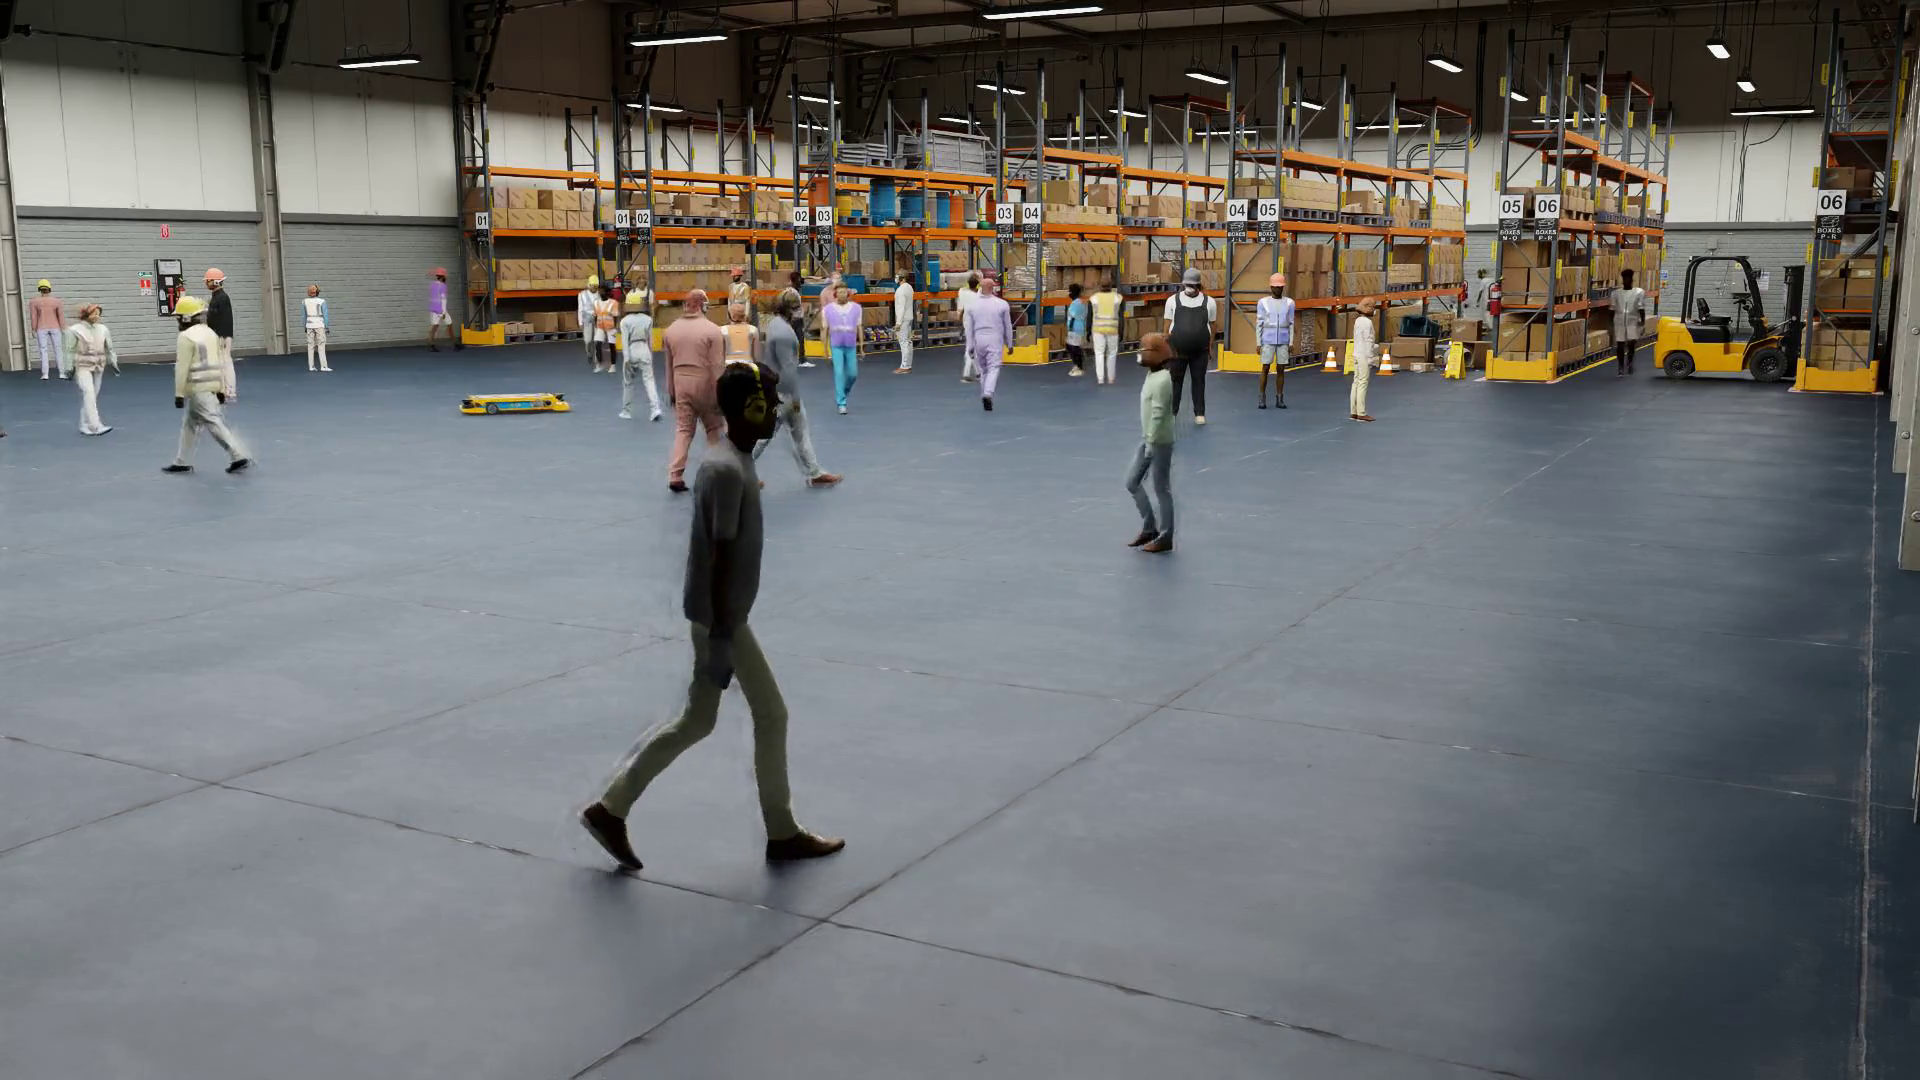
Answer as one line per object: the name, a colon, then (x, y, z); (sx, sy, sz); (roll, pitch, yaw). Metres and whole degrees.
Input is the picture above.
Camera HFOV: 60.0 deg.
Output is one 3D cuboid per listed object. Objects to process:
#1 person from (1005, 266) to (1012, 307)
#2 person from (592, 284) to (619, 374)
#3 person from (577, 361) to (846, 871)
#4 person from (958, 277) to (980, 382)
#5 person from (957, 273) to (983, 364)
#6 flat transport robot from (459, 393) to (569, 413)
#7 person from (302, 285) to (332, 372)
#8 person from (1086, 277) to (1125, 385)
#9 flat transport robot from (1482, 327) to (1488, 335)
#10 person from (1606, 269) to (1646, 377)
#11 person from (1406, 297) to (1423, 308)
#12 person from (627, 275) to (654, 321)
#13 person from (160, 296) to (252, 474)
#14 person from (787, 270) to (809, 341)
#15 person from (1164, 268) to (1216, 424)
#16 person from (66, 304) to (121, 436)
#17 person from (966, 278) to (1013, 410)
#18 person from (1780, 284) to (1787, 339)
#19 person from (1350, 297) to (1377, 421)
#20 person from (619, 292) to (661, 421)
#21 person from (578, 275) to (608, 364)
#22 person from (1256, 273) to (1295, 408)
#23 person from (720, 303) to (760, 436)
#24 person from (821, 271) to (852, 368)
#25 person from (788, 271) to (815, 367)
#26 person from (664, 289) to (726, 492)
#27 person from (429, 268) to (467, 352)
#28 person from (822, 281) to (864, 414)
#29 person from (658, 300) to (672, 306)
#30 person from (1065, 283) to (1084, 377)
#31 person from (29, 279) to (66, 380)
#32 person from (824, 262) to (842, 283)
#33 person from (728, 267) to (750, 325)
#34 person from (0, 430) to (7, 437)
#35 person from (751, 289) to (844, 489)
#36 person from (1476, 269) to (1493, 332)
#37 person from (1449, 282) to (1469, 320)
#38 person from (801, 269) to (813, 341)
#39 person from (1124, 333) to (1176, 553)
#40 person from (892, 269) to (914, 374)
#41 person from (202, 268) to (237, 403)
person: (1.290, -7.012, 47.873); (0.607, 2.048, 0.369); (0, 10, -1)
person: (-6.554, -3.883, 30.668); (0.540, 1.668, 0.698); (2, 10, 13)
person: (-0.917, 0.277, 5.903); (0.907, 1.824, 0.542); (-2, 10, -14)
person: (0.274, -3.656, 28.927); (0.537, 1.812, 0.993); (7, 12, 35)
person: (0.260, -4.493, 33.763); (0.577, 1.833, 0.984); (-4, 10, -21)
flat transport robot: (-6.236, -1.917, 23.238); (1.431, 0.197, 0.652); (-4, 10, -20)
person: (-12.156, -3.995, 31.403); (0.524, 1.639, 0.306); (2, 10, 12)
person: (2.456, -3.513, 28.069); (0.635, 1.836, 0.638); (1, 10, 5)
flat transport robot: (14.148, -5.807, 46.012); (0.652, 0.197, 1.431); (1, 10, 8)
person: (11.911, -3.869, 29.757); (0.654, 1.942, 0.610); (5, 11, 29)
person: (12.940, -6.787, 47.314); (0.930, 1.783, 0.684); (-5, 11, -27)
person: (-6.502, -4.486, 33.873); (0.542, 1.782, 0.996); (-1, 10, -8)
person: (-7.537, -1.528, 16.551); (0.931, 1.790, 0.596); (0, 10, -1)
person: (-3.933, -5.652, 40.388); (0.585, 1.882, 0.337); (5, 11, 28)
person: (2.975, -2.506, 21.509); (0.673, 2.000, 0.535); (1, 10, 3)
person: (-10.485, -2.051, 20.136); (0.833, 1.590, 0.519); (5, 11, 26)
person: (0.407, -2.802, 23.746); (0.639, 1.871, 0.925); (3, 10, 19)
person: (21.302, -6.055, 42.619); (0.595, 1.925, 0.371); (-8, 13, -41)
person: (5.353, -2.389, 22.019); (0.279, 1.633, 0.499); (-1, 10, -6)
person: (-4.270, -2.441, 22.116); (0.486, 1.702, 0.881); (-6, 12, -33)
person: (-7.180, -4.293, 32.614); (0.603, 1.813, 0.503); (-2, 10, -12)
person: (4.510, -2.838, 23.757); (0.551, 1.935, 0.375); (0, 10, -2)
person: (-2.599, -1.956, 19.516); (0.528, 1.627, 0.322); (-2, 10, -14)
person: (-2.405, -4.296, 32.430); (0.645, 1.896, 0.571); (-4, 11, -24)
person: (-3.327, -4.345, 32.736); (0.844, 1.893, 0.606); (0, 10, -1)
person: (-2.431, -1.372, 15.397); (0.664, 1.874, 0.799); (4, 11, 25)
person: (-11.761, -5.229, 37.886); (0.571, 1.885, 0.966); (7, 12, 37)
person: (-1.634, -2.665, 23.055); (0.581, 1.829, 0.551); (-3, 10, -19)
person: (-7.690, -6.198, 43.445); (0.558, 1.933, 0.378); (9, 13, 43)
person: (2.058, -3.778, 30.013); (0.431, 1.681, 0.540); (1, 10, 8)
person: (-16.089, -3.705, 29.338); (0.535, 1.767, 0.316); (-7, 12, -35)
person: (-2.892, -5.480, 38.913); (0.379, 2.045, 0.605); (9, 13, 41)
person: (-4.821, -4.951, 36.123); (0.542, 1.939, 0.368); (5, 11, 29)
person: (-11.676, -2.070, 19.502); (0.655, 1.866, 0.992); (0, 10, 1)
person: (-1.650, -1.382, 15.431); (1.045, 1.880, 0.637); (-1, 10, -7)
person: (14.923, -6.836, 47.519); (0.793, 1.813, 0.602); (6, 11, 30)
person: (14.224, -6.769, 47.282); (0.999, 1.783, 0.647); (-3, 10, -15)
person: (-3.701, -5.434, 39.137); (0.615, 1.879, 0.813); (6, 11, 31)
person: (1.374, -0.703, 12.161); (0.454, 1.614, 0.531); (-1, 10, -4)
person: (-1.056, -4.053, 30.866); (0.373, 1.940, 0.630); (2, 10, 14)
person: (-11.016, -3.037, 24.757); (0.380, 1.994, 0.618); (-7, 12, -34)
